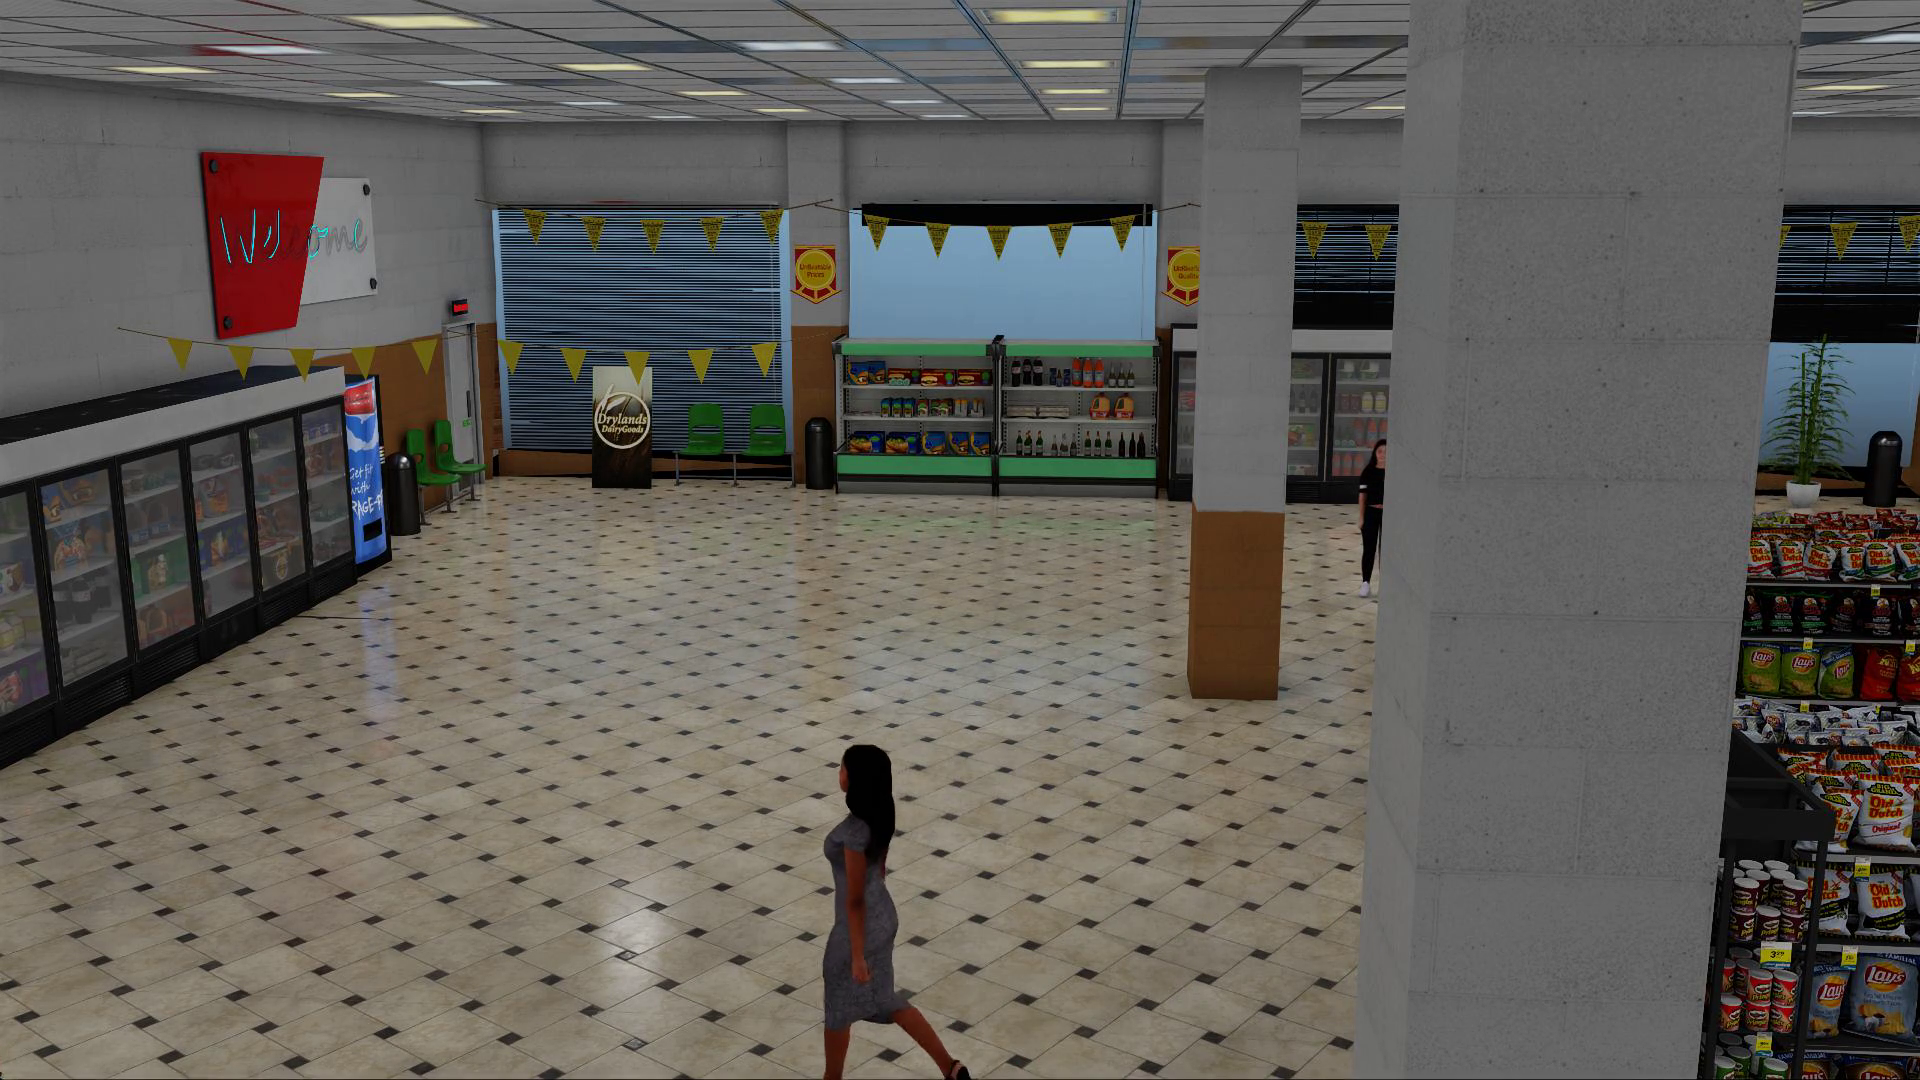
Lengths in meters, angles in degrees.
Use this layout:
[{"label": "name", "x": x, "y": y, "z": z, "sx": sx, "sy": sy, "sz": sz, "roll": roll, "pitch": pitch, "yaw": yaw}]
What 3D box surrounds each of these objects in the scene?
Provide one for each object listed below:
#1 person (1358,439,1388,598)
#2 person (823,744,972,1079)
[{"label": "person", "x": 4.267, "y": -0.226, "z": 16.880, "sx": 0.554, "sy": 1.639, "sz": 0.693, "roll": 3, "pitch": 12, "yaw": 12}, {"label": "person", "x": -0.321, "y": 1.749, "z": 7.218, "sx": 1.133, "sy": 1.755, "sz": 0.826, "roll": 5, "pitch": 13, "yaw": 22}]
